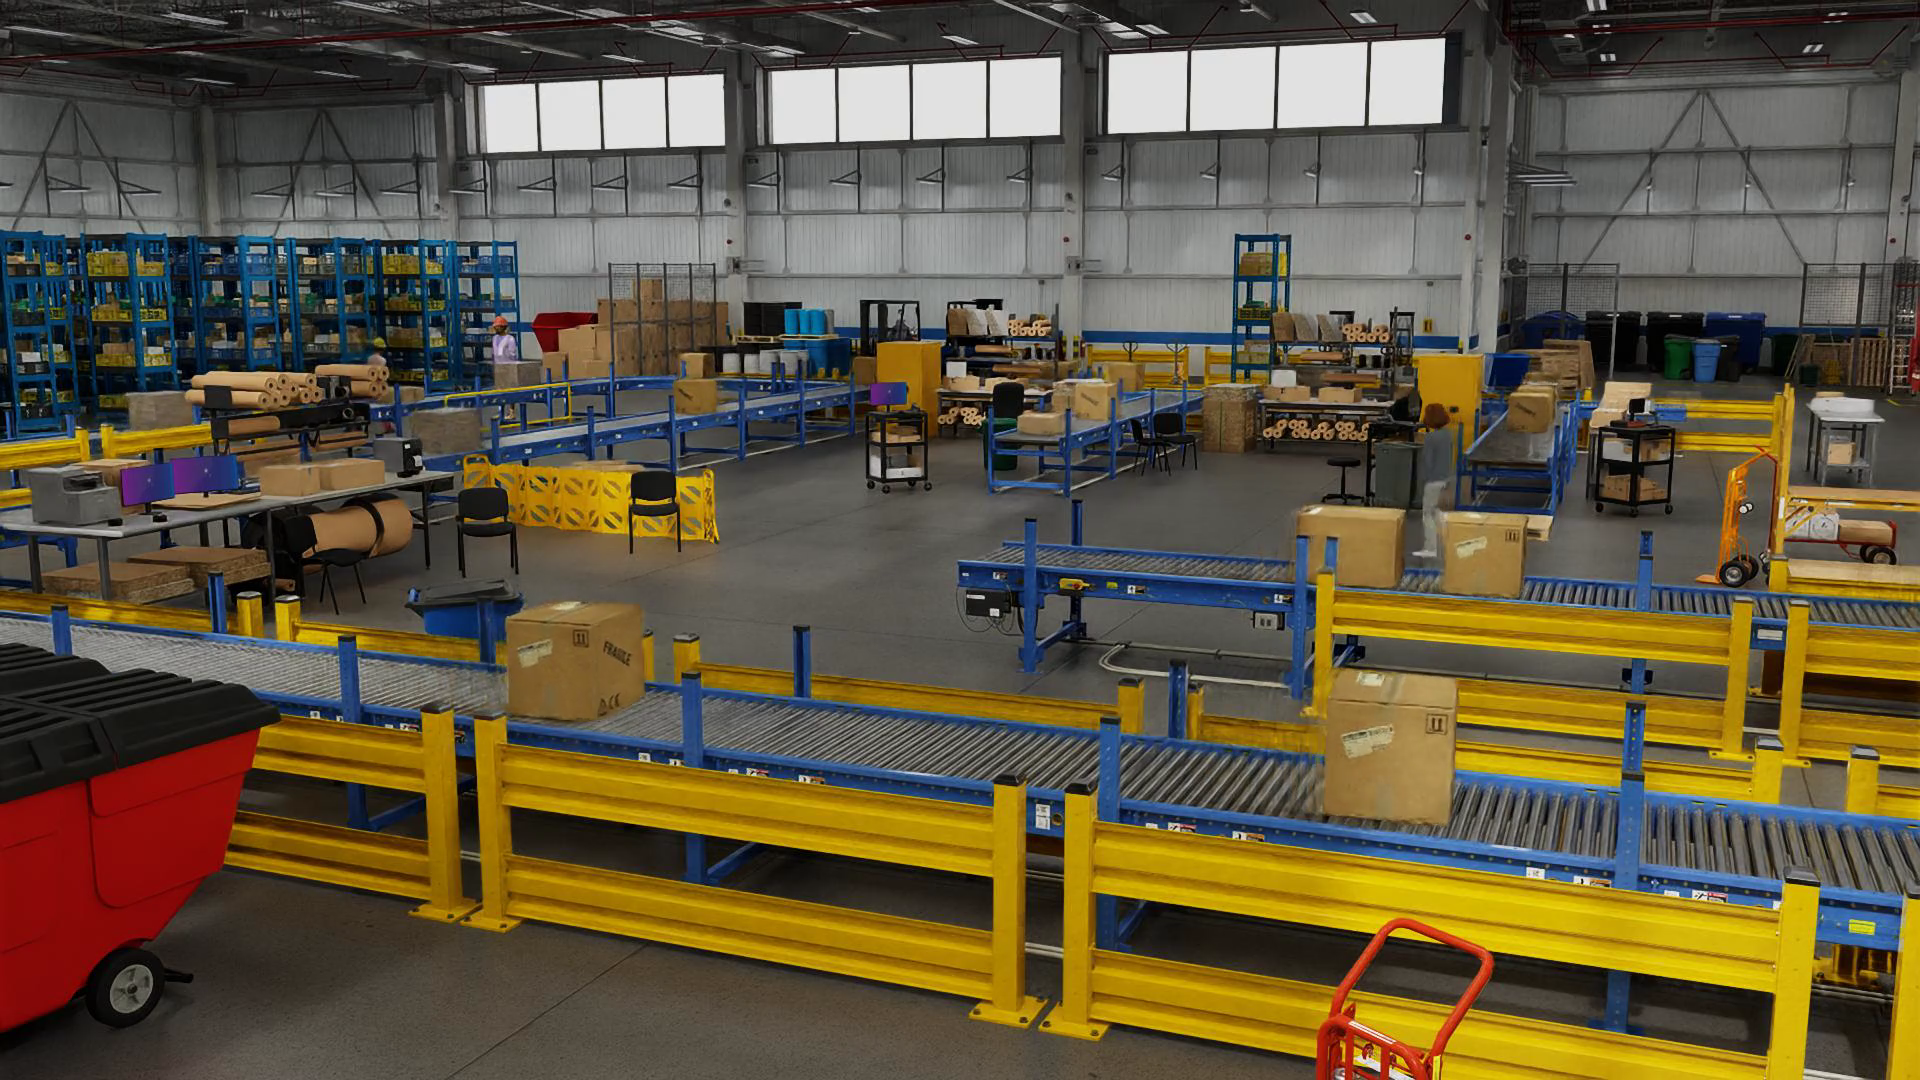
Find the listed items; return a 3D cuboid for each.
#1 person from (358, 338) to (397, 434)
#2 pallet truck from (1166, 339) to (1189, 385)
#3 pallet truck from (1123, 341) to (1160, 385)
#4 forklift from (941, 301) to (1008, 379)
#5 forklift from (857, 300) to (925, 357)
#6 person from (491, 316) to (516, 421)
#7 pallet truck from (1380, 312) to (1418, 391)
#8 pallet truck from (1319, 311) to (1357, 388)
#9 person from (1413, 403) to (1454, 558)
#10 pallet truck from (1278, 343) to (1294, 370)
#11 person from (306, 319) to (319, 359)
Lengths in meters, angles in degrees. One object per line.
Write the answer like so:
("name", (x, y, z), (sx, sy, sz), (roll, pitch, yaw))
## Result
("person", (-10.513, -2.755, 29.877), (0.524, 1.742, 0.691), (6, 11, 32))
("pallet truck", (5.418, -4.269, 40.420), (0.704, 1.261, 1.522), (3, 10, 20))
("pallet truck", (4.445, -4.380, 41.279), (0.680, 1.201, 1.601), (4, 10, 22))
("forklift", (0.365, -4.966, 41.571), (1.157, 1.987, 2.680), (3, 10, 20))
("forklift", (-1.732, -5.109, 42.468), (1.157, 1.987, 2.680), (4, 10, 22))
("person", (-8.972, -3.360, 32.633), (0.605, 2.045, 0.378), (6, 11, 31))
("pallet truck", (10.207, -4.283, 38.369), (0.823, 1.965, 1.885), (3, 10, 20))
("pallet truck", (9.071, -4.419, 39.190), (0.823, 1.965, 1.885), (5, 10, 26))
("person", (4.936, -0.610, 17.244), (0.517, 1.616, 0.394), (-9, 13, -42))
("pallet truck", (7.886, -4.163, 39.743), (0.653, 1.274, 1.630), (4, 10, 22))
("person", (-16.207, -4.840, 41.905), (0.613, 1.957, 0.972), (9, 13, 44))
